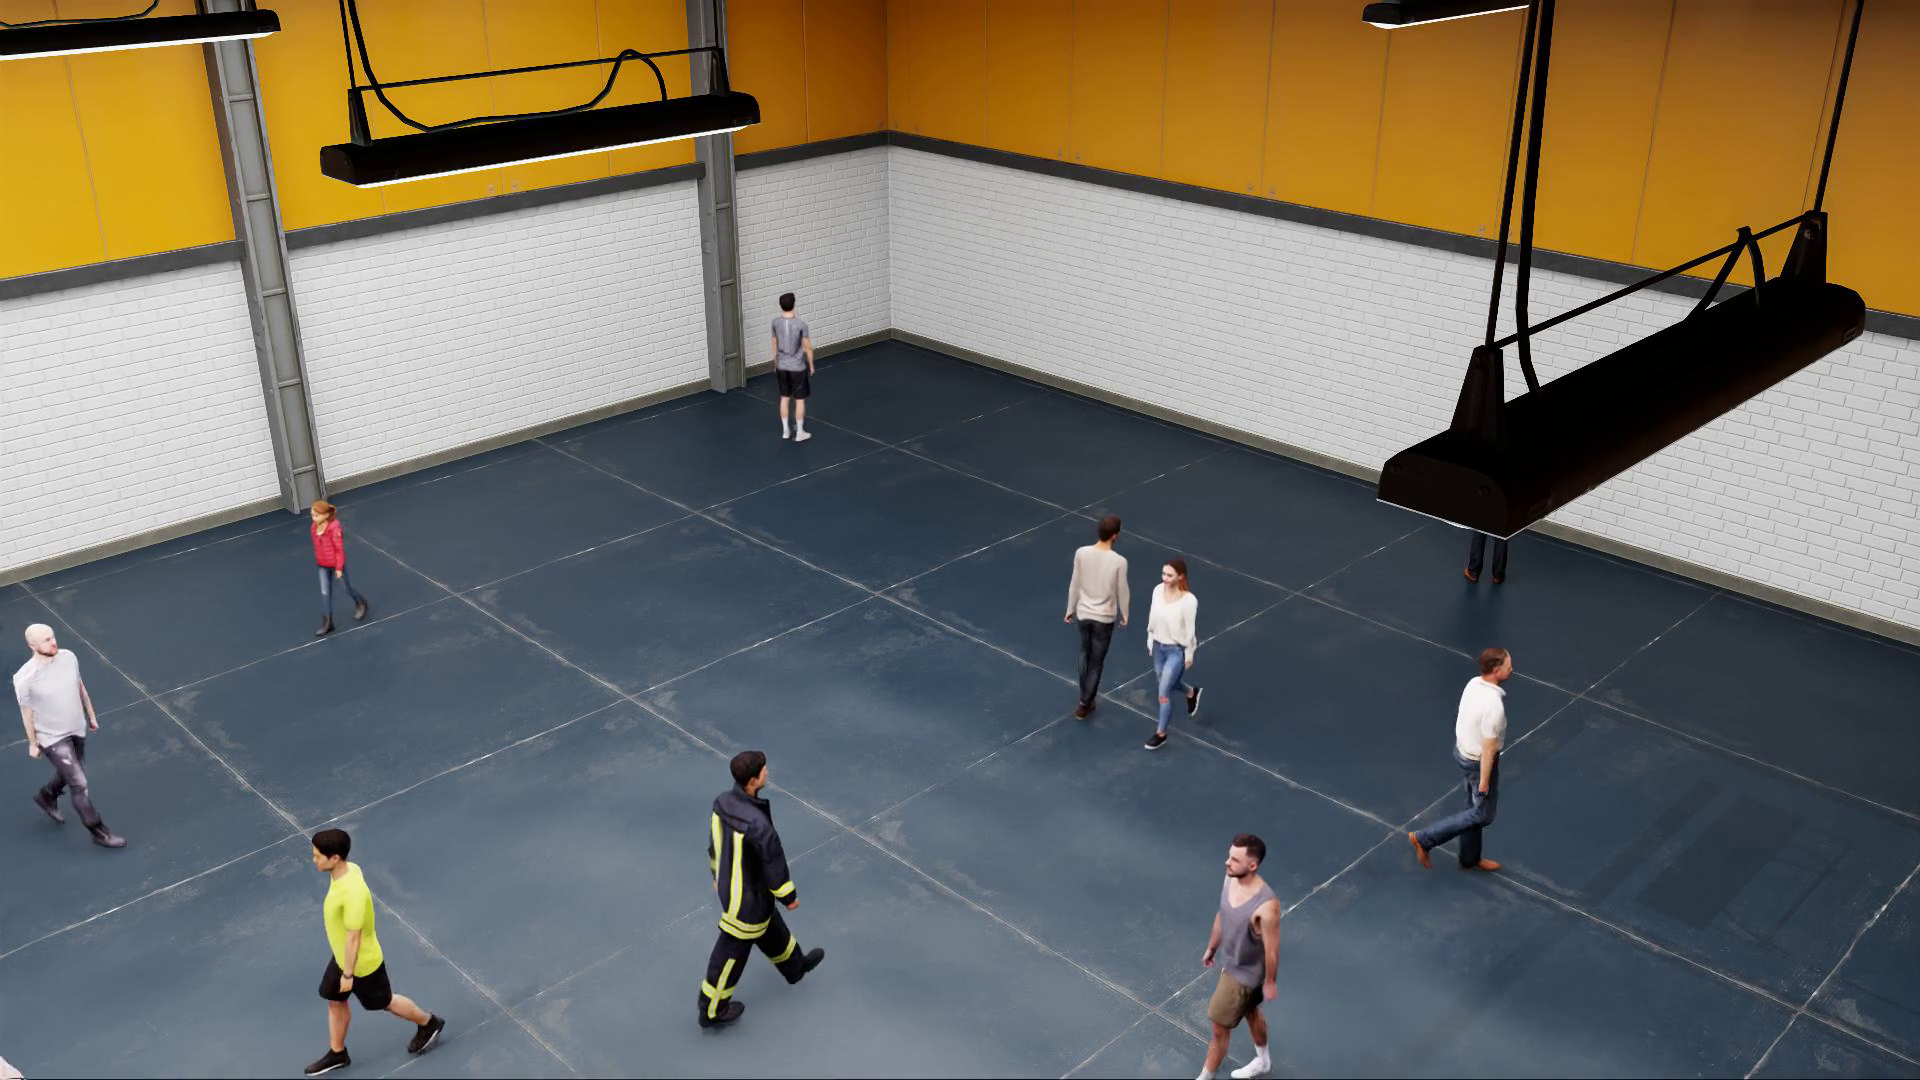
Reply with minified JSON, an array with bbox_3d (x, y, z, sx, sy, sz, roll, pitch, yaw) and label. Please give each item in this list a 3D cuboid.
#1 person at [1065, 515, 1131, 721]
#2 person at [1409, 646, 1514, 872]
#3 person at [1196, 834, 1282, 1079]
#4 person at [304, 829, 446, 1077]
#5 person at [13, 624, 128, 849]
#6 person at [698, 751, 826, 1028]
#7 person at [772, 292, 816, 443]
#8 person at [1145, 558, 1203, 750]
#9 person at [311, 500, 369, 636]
[{"bbox_3d":[1.121,0.695,14.059,0.810,1.840,0.889,11,26,24],"label":"person"},{"bbox_3d":[3.630,1.603,11.980,1.062,1.841,1.012,1,24,2],"label":"person"},{"bbox_3d":[1.786,2.553,10.035,1.101,1.816,0.897,-8,25,-18],"label":"person"},{"bbox_3d":[-3.600,2.496,10.144,1.096,1.677,0.707,-18,29,-35],"label":"person"},{"bbox_3d":[-6.768,1.437,12.403,1.069,1.807,1.220,7,25,17],"label":"person"},{"bbox_3d":[-1.421,2.244,10.478,1.271,1.870,0.943,-14,27,-29],"label":"person"},{"bbox_3d":[-2.079,-2.133,20.487,0.745,1.873,0.717,9,25,20],"label":"person"},{"bbox_3d":[1.802,0.909,13.782,0.972,1.670,0.639,-20,31,-38],"label":"person"},{"bbox_3d":[-5.915,0.227,15.816,0.775,1.291,0.959,6,24,14],"label":"person"}]
